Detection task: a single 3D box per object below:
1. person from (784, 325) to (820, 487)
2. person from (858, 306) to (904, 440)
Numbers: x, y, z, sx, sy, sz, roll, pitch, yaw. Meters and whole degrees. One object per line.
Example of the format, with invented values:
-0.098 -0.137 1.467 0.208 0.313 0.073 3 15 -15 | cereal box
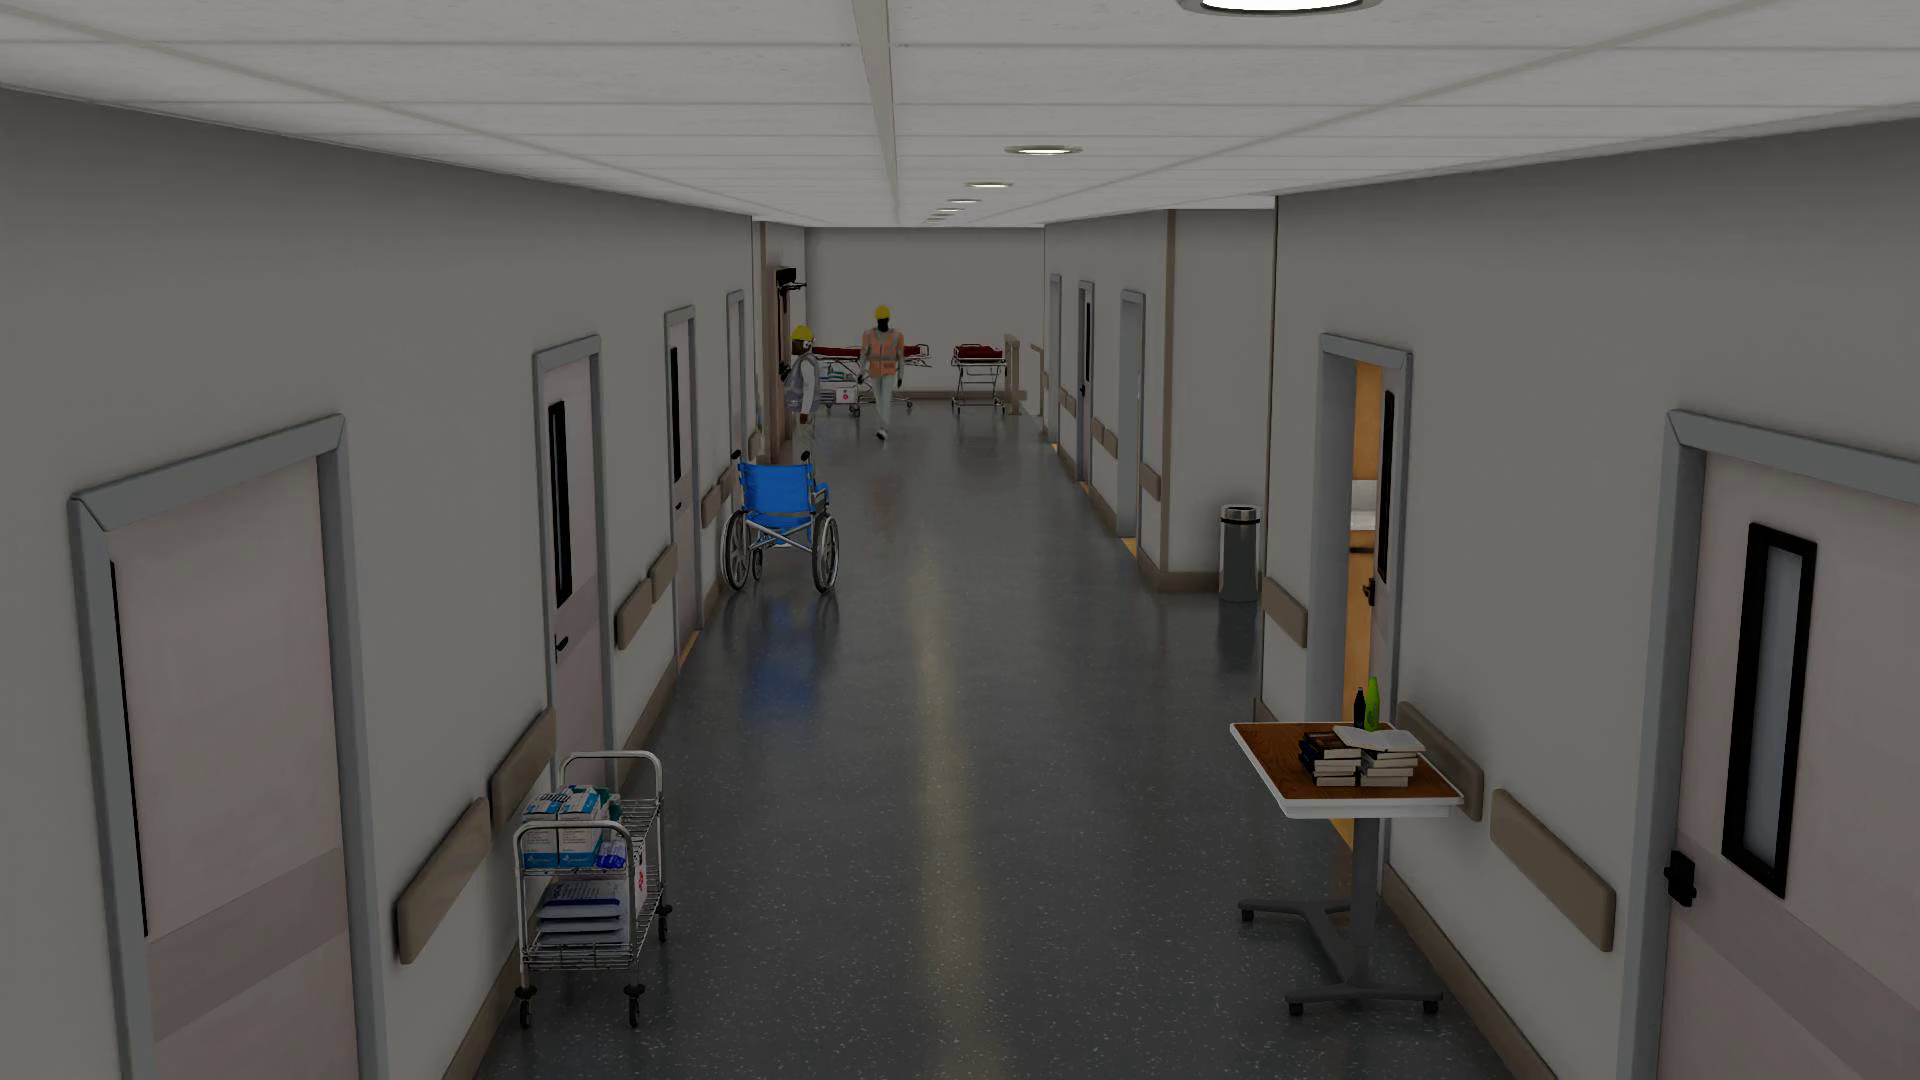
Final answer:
-1.786 -1.512 18.851 0.404 1.835 0.600 -1 10 -7 | person
-1.105 -2.369 23.535 0.605 1.873 1.016 2 10 10 | person
